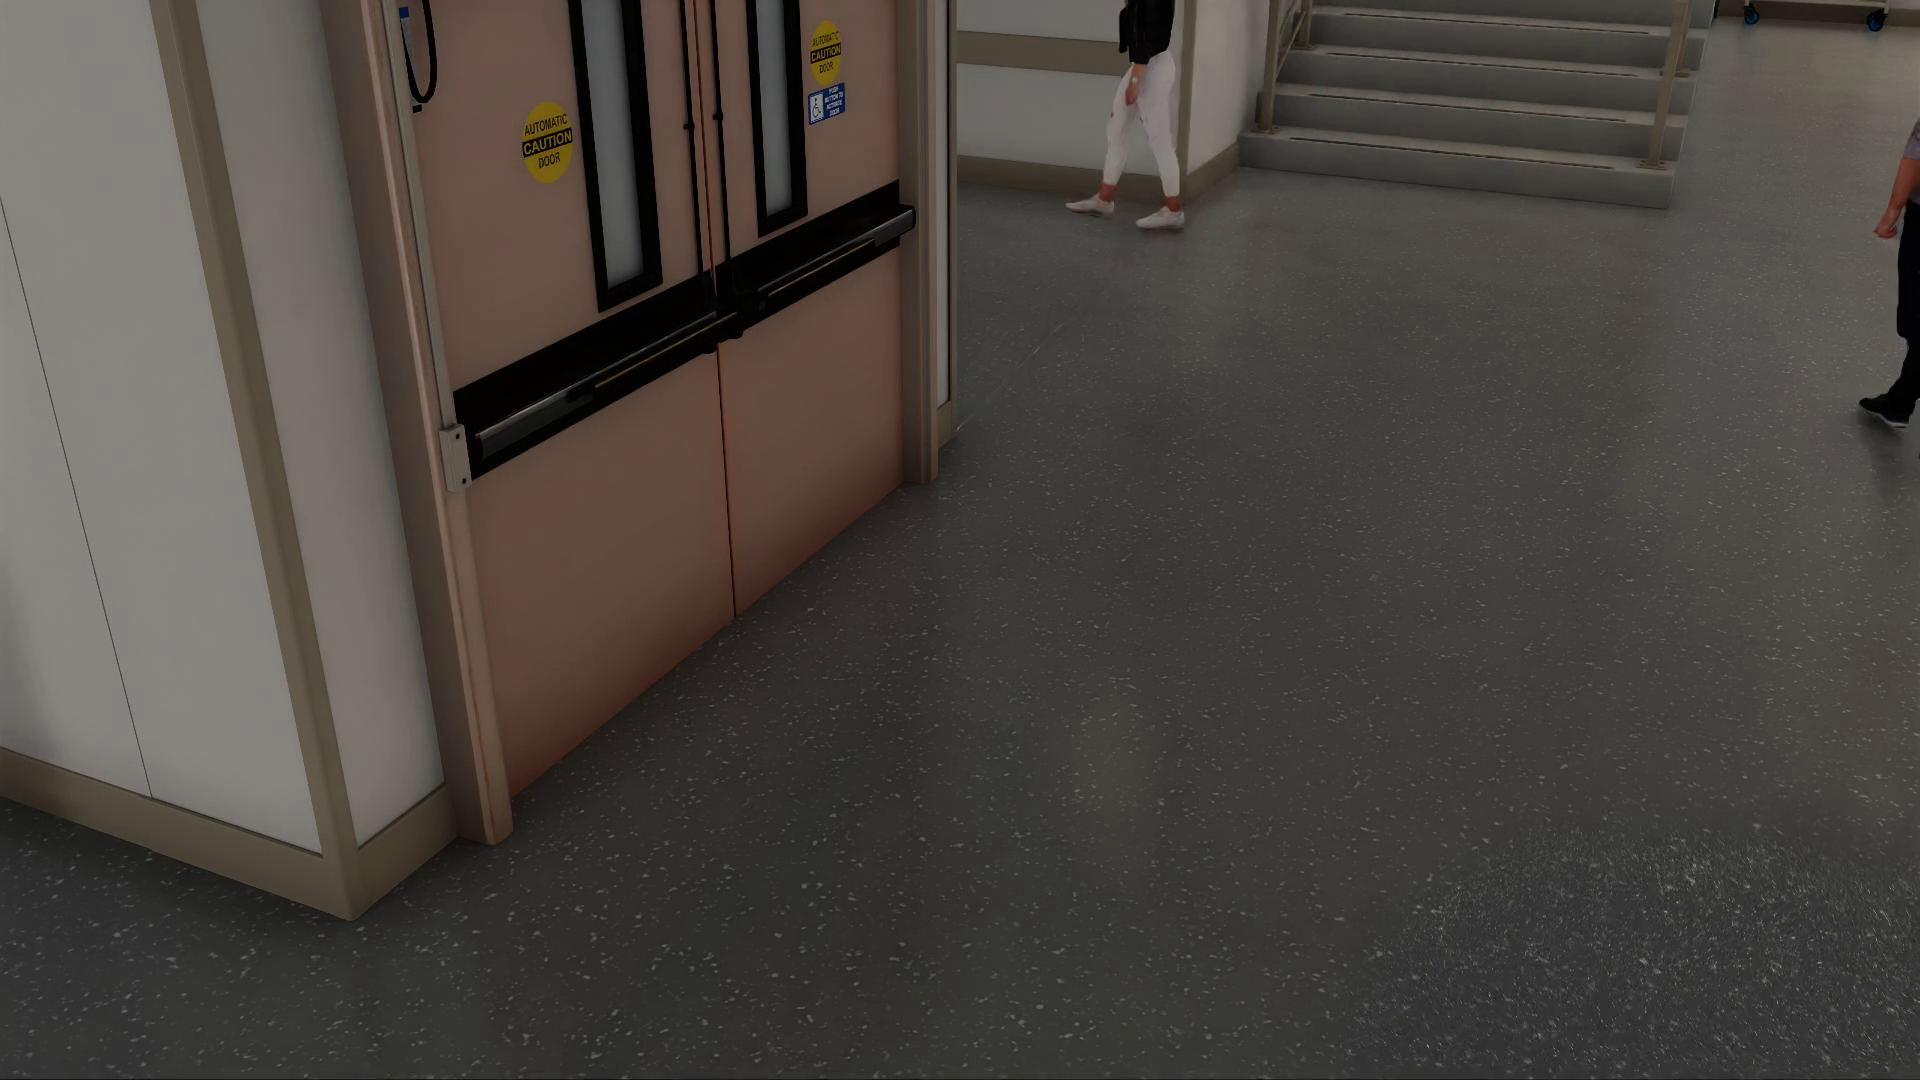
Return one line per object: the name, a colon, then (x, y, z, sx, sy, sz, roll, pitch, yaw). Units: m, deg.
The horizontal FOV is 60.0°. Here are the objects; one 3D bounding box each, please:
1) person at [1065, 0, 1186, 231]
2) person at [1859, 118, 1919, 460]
person: (1.103, -2.497, 8.950, 0.895, 1.679, 0.934, 1, 26, 2)
person: (3.682, -1.166, 6.026, 1.026, 1.822, 1.161, -5, 26, -10)
